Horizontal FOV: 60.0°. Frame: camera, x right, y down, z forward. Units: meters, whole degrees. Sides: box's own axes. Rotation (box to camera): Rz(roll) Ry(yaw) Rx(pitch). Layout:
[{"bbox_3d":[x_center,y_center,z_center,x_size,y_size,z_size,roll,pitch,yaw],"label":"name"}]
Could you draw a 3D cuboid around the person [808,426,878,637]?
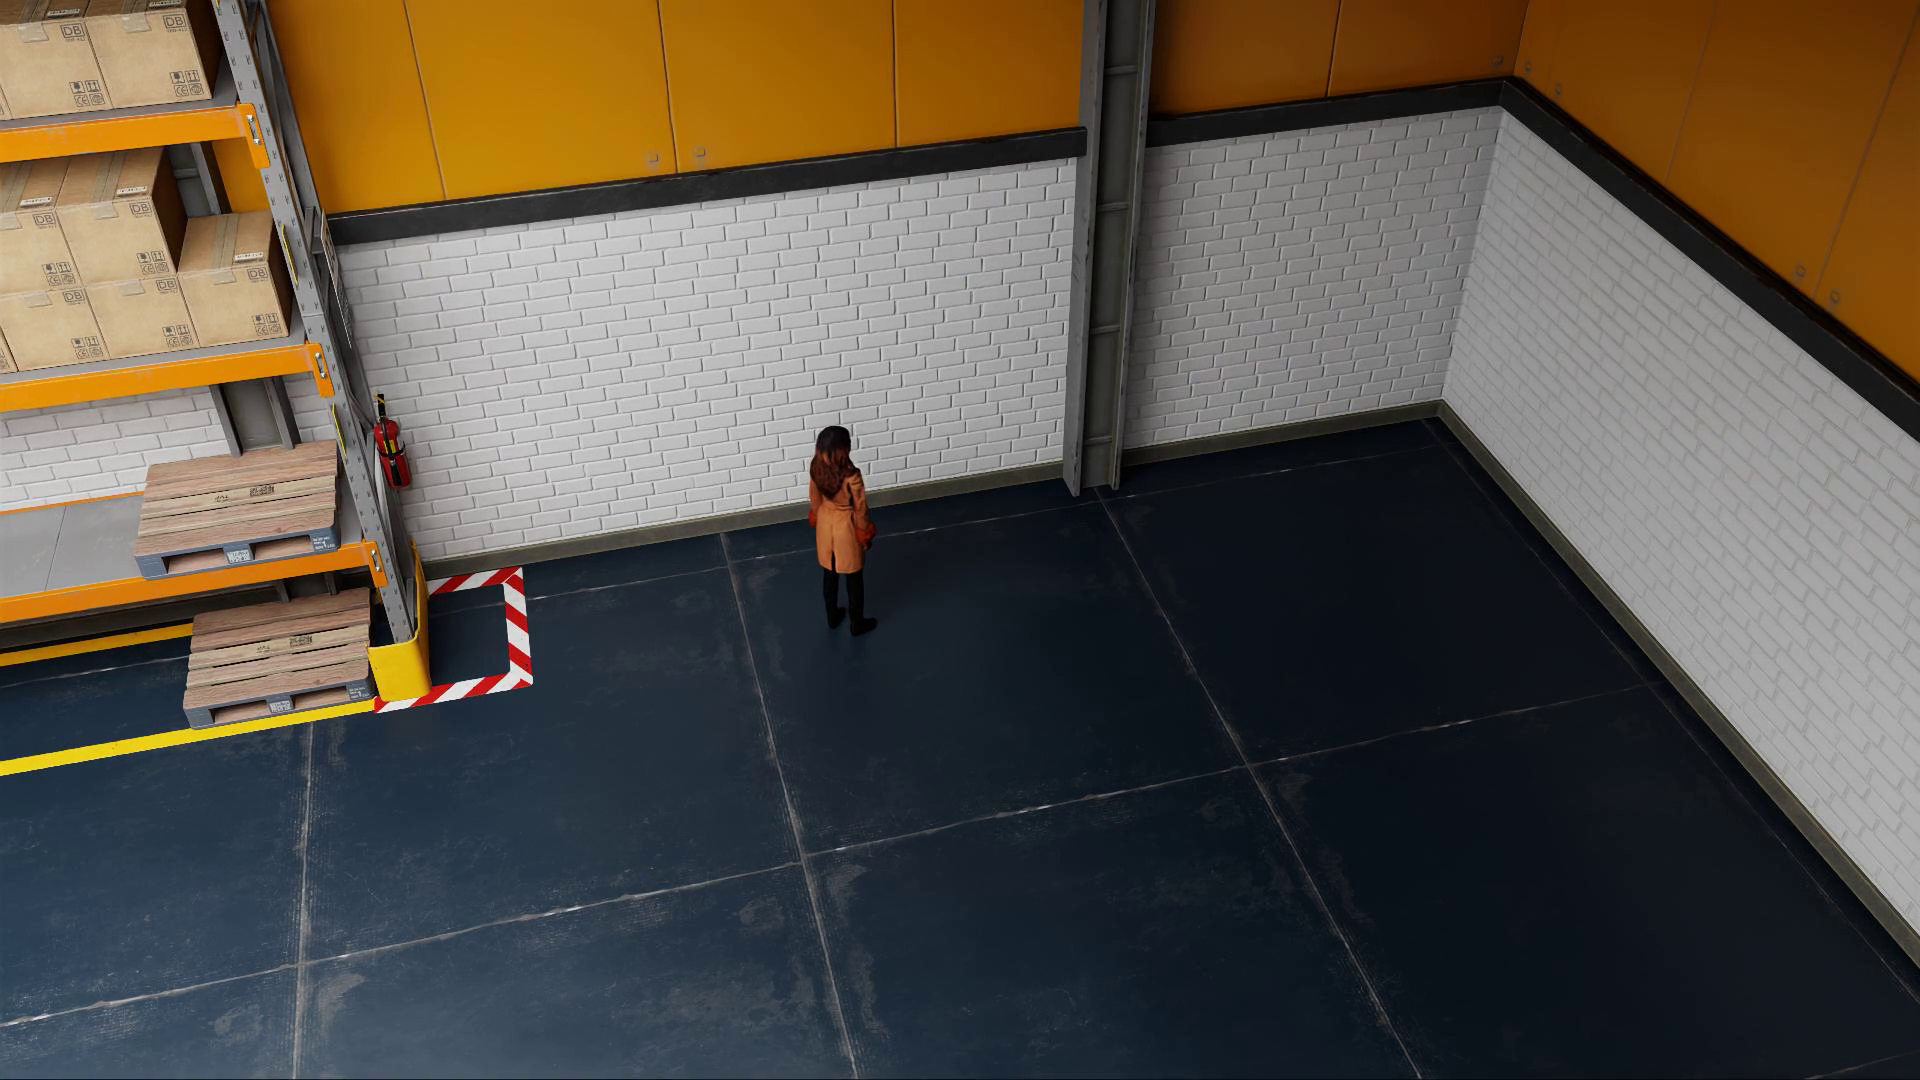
[{"bbox_3d":[-0.826,-0.061,11.572,0.772,1.724,0.823,22,43,25],"label":"person"}]
